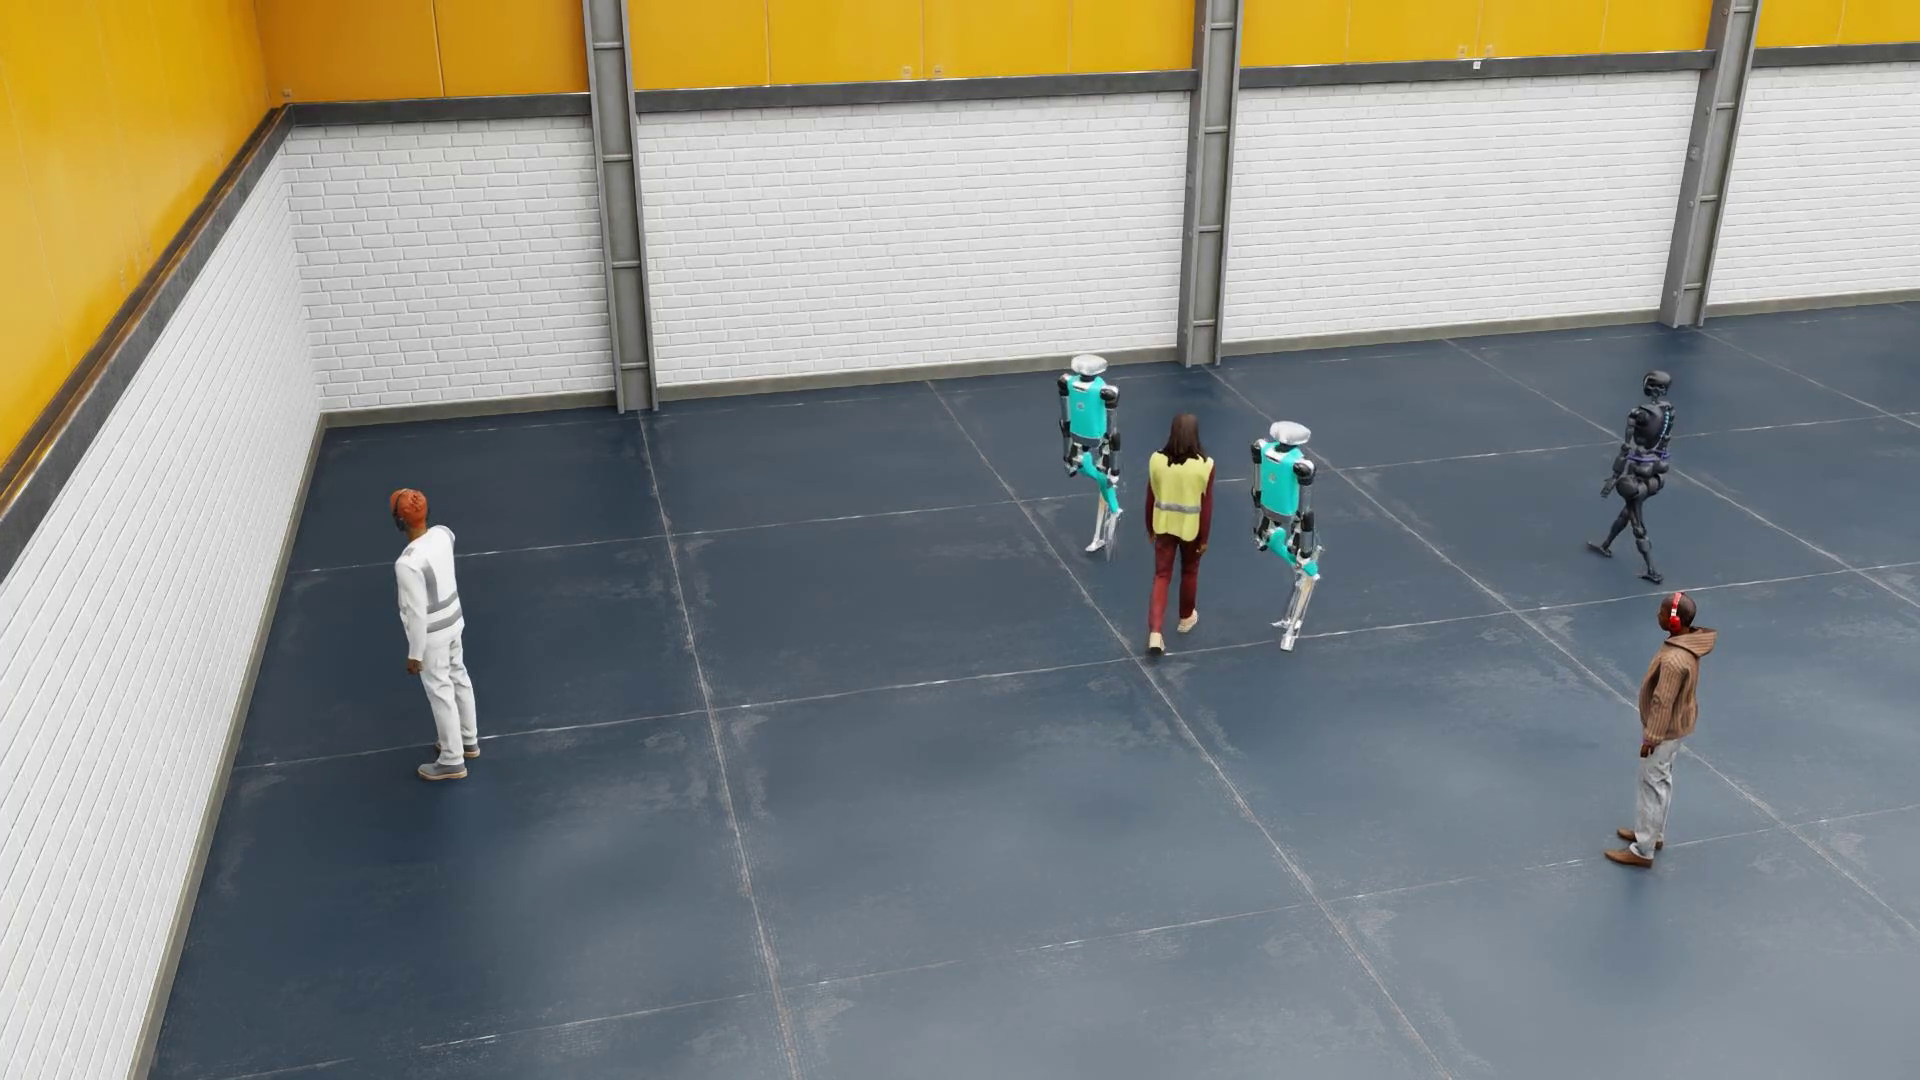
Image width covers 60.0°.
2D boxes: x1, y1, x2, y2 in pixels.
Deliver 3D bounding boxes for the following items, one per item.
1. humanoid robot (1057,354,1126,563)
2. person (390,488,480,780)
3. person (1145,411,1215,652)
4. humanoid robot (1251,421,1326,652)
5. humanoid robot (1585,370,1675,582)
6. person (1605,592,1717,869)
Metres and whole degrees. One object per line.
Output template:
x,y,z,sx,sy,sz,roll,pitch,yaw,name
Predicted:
1.130,-0.594,13.019,0.547,1.883,0.775,18,29,35,humanoid robot
-3.192,0.570,10.066,0.361,1.882,0.573,4,24,8,person
1.525,-0.068,11.694,0.480,1.743,0.807,7,25,16,person
2.395,-0.040,11.645,0.852,1.789,0.604,-16,29,-32,humanoid robot
5.245,-0.528,12.876,0.588,1.626,0.786,-14,28,-29,humanoid robot
3.922,1.054,9.260,0.321,1.643,0.476,14,27,29,person
